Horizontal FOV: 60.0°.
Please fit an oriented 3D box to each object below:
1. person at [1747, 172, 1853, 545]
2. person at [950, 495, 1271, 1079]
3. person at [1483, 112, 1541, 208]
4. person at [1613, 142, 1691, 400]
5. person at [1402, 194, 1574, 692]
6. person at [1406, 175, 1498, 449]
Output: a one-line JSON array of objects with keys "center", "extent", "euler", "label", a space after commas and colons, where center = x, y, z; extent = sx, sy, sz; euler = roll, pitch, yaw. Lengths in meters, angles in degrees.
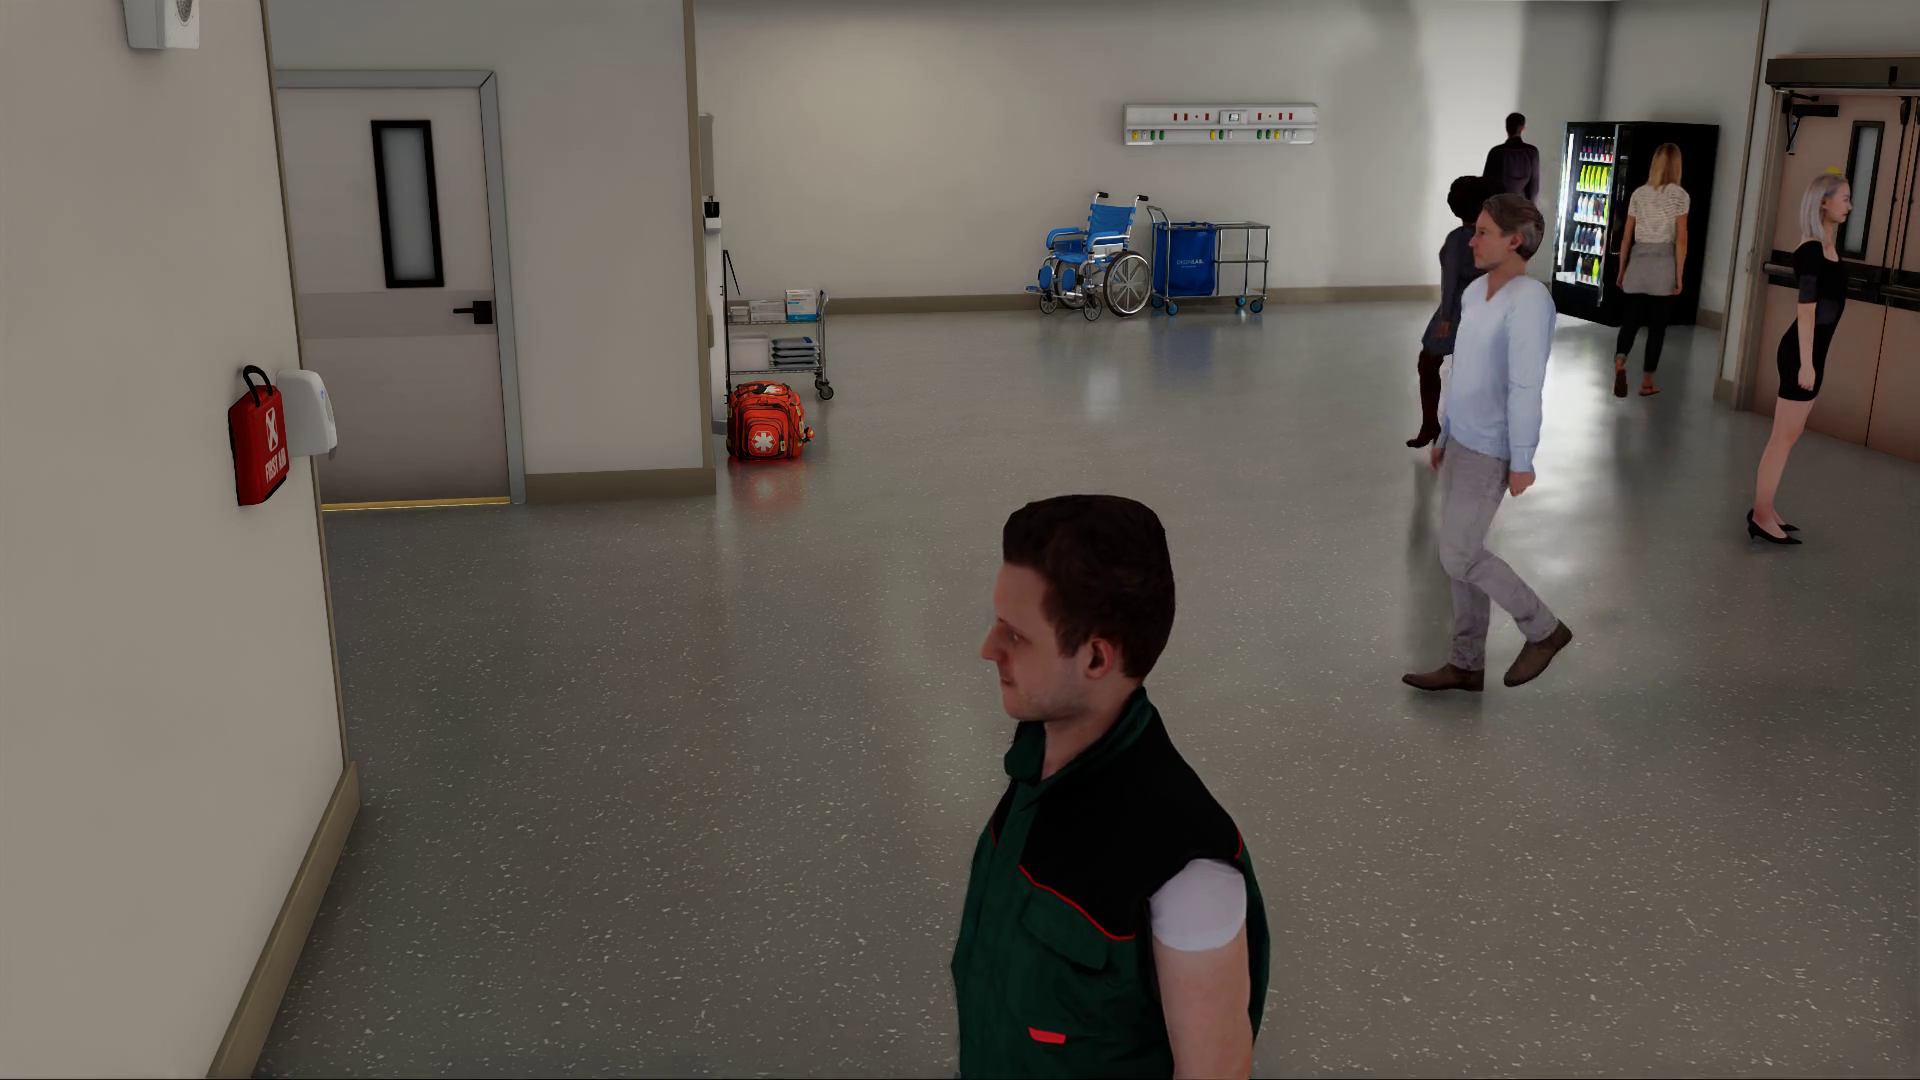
[{"center": [4.185, -0.894, 8.281], "extent": [0.719, 1.827, 0.647], "euler": [9, 18, 29], "label": "person"}, {"center": [0.165, 0.824, 2.159], "extent": [0.727, 1.838, 0.557], "euler": [-5, 17, -18], "label": "person"}, {"center": [5.335, -3.173, 16.196], "extent": [0.899, 1.919, 1.025], "euler": [3, 16, 11], "label": "person"}, {"center": [4.854, -1.853, 11.729], "extent": [1.062, 1.802, 1.121], "euler": [11, 19, 34], "label": "person"}, {"center": [2.016, -0.315, 6.129], "extent": [0.781, 1.879, 0.796], "euler": [-1, 16, -3], "label": "person"}, {"center": [3.077, -1.301, 9.965], "extent": [0.743, 1.696, 0.822], "euler": [-9, 18, -30], "label": "person"}]
